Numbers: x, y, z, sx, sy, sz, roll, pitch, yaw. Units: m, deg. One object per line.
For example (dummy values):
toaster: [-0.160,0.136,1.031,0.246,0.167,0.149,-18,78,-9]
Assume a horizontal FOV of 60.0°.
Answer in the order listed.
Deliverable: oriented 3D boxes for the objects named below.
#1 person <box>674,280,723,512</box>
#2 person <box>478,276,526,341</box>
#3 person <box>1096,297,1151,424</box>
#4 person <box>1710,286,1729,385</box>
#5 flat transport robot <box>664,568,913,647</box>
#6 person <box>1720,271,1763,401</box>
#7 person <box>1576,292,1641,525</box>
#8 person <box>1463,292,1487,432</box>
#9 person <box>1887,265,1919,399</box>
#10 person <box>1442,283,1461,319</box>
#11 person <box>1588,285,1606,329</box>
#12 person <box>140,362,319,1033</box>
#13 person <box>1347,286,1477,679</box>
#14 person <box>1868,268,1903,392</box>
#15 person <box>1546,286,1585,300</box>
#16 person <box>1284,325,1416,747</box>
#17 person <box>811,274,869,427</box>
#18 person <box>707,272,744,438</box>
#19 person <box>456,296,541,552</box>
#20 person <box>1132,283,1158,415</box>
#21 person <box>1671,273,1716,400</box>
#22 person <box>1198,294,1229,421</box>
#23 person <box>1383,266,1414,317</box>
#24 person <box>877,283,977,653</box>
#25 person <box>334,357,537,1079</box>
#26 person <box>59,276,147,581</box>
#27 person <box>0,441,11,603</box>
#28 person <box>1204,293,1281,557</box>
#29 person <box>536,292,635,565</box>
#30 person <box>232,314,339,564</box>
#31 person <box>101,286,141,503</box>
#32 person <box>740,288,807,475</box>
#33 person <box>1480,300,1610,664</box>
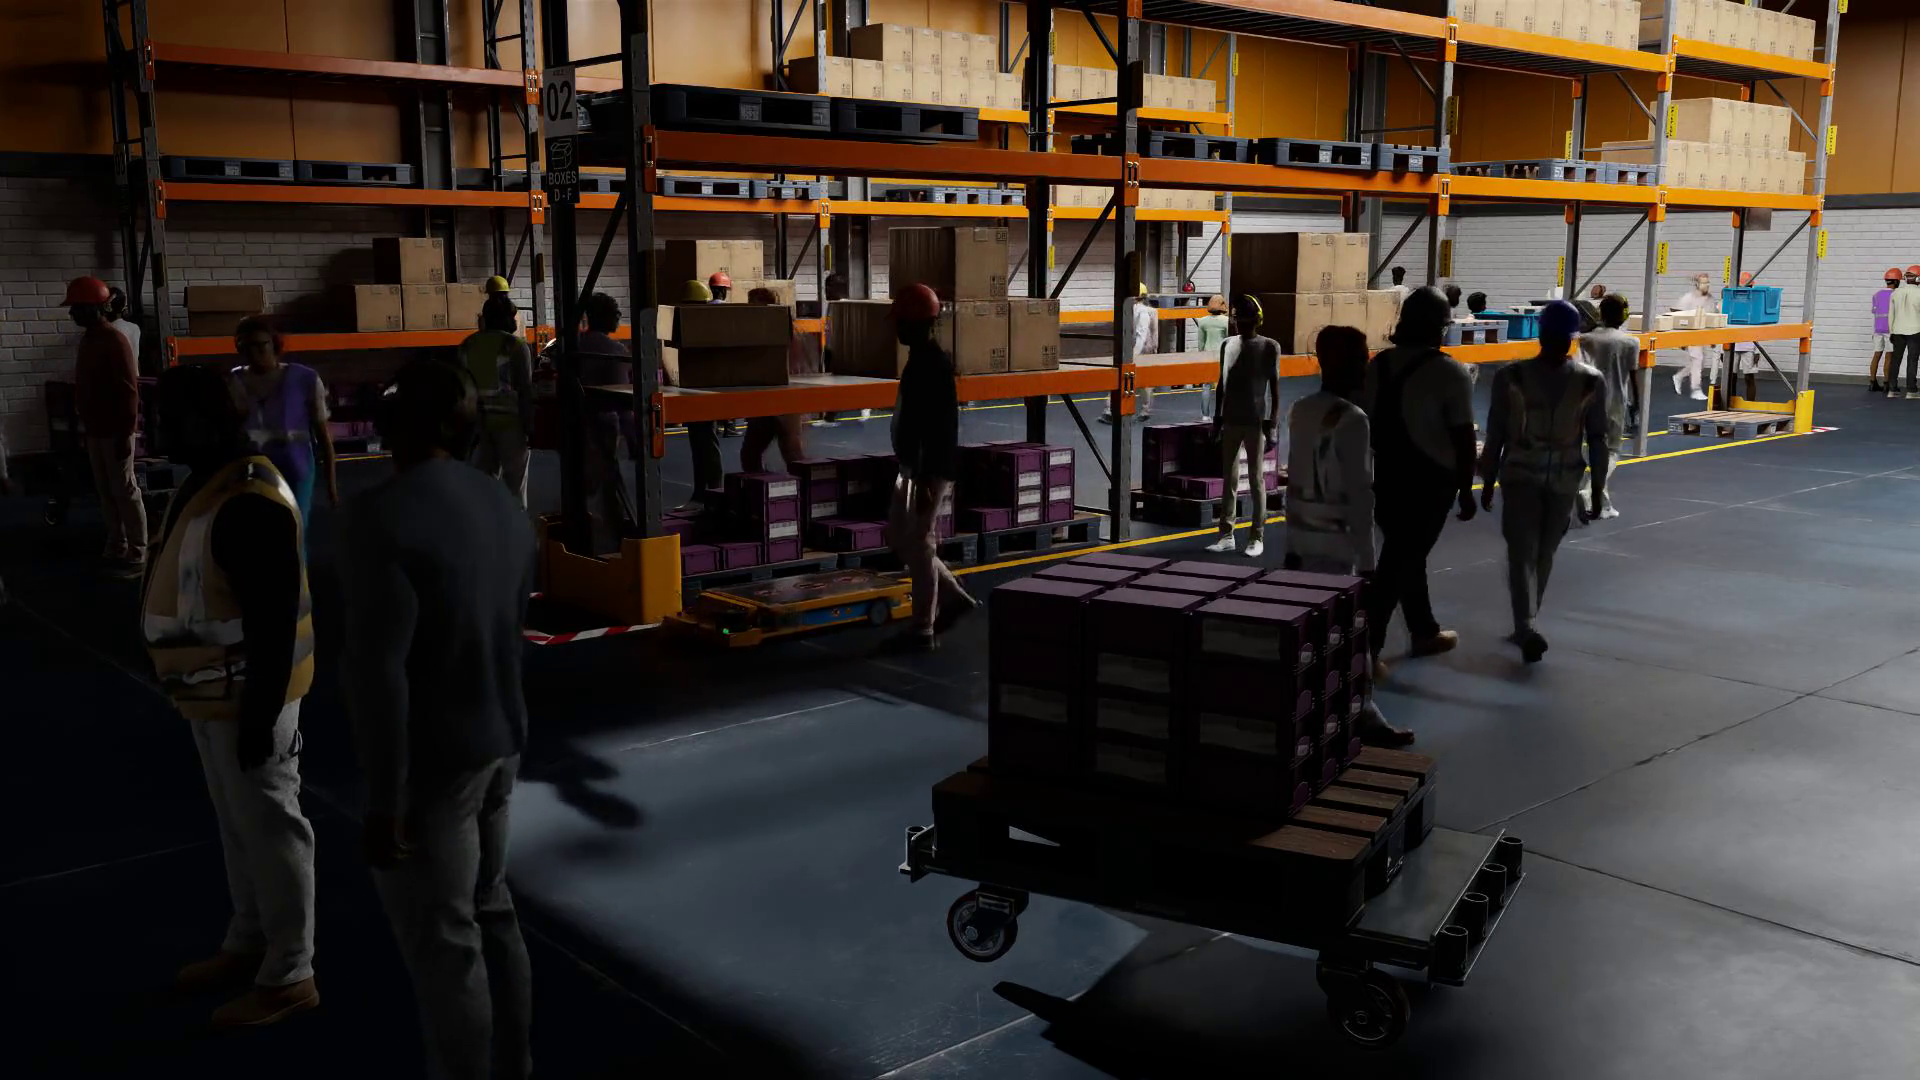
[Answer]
person: [-2.138,-1.153,13.620,0.369,1.928,0.585,-6,11,-31]
person: [-4.645,-1.703,16.843,0.372,1.925,0.595,6,11,31]
person: [2.103,-2.334,20.966,0.592,1.777,0.911,9,13,44]
person: [12.611,-3.365,27.412,0.515,1.641,0.308,6,11,30]
flat transport robot: [-0.913,0.367,9.561,1.431,0.197,0.652,-8,13,-41]
person: [9.942,-2.445,21.185,0.382,1.930,0.540,-9,13,-41]
person: [5.105,-1.040,13.204,0.789,1.850,0.527,-9,13,-43]
person: [6.235,-2.171,20.251,0.317,1.696,0.540,3,10,18]
person: [14.213,-3.111,24.908,0.387,1.989,0.608,-6,11,-29]
person: [5.709,-2.078,19.388,0.848,1.804,0.657,0,10,-2]
person: [10.781,-3.507,28.243,0.315,1.641,0.515,-5,11,-26]
person: [-2.020,0.430,4.618,0.430,1.841,0.623,-7,12,-35]
person: [2.283,-0.335,8.500,1.045,2.000,0.674,-6,12,-33]
person: [14.517,-3.276,26.016,0.368,1.939,0.542,-3,10,-17]
person: [9.703,-3.442,26.803,0.608,2.011,0.985,8,12,38]
person: [1.504,0.020,7.000,0.934,1.851,0.587,-2,10,-11]
person: [-1.503,-2.347,20.681,0.668,1.902,0.614,-4,10,-20]
person: [-2.809,-2.167,19.530,0.544,1.938,0.355,6,11,31]
person: [-3.274,-0.818,11.919,0.634,1.839,0.429,4,11,24]
person: [2.396,-2.561,22.340,0.533,1.767,0.327,-1,10,-4]
person: [10.941,-3.034,24.763,0.654,1.881,0.739,-5,11,-25]
person: [3.284,-2.322,21.314,0.498,1.636,0.278,6,12,33]
person: [7.211,-3.558,27.609,0.628,1.960,0.449,-2,10,-13]
person: [-0.196,-0.373,8.879,0.463,1.981,0.646,-2,10,-11]
person: [-1.203,0.549,3.797,0.374,1.900,0.783,2,10,14]
person: [-5.621,-0.727,10.936,0.623,1.990,0.390,8,13,41]
person: [-5.924,-0.391,9.593,0.644,1.767,0.935,2,10,11]
person: [2.016,-0.811,11.808,0.518,1.865,0.328,7,12,36]
person: [-2.504,-0.731,11.291,0.646,1.895,1.017,9,14,44]
person: [-3.646,-0.271,8.766,0.583,1.814,0.792,0,10,-2]
person: [-7.228,-1.242,14.301,0.328,1.875,0.513,1,10,6]
person: [-1.483,-0.991,12.812,0.736,1.870,0.678,-7,12,-35]
person: [3.087,-0.307,8.753,0.618,1.889,1.018,1,10,6]
